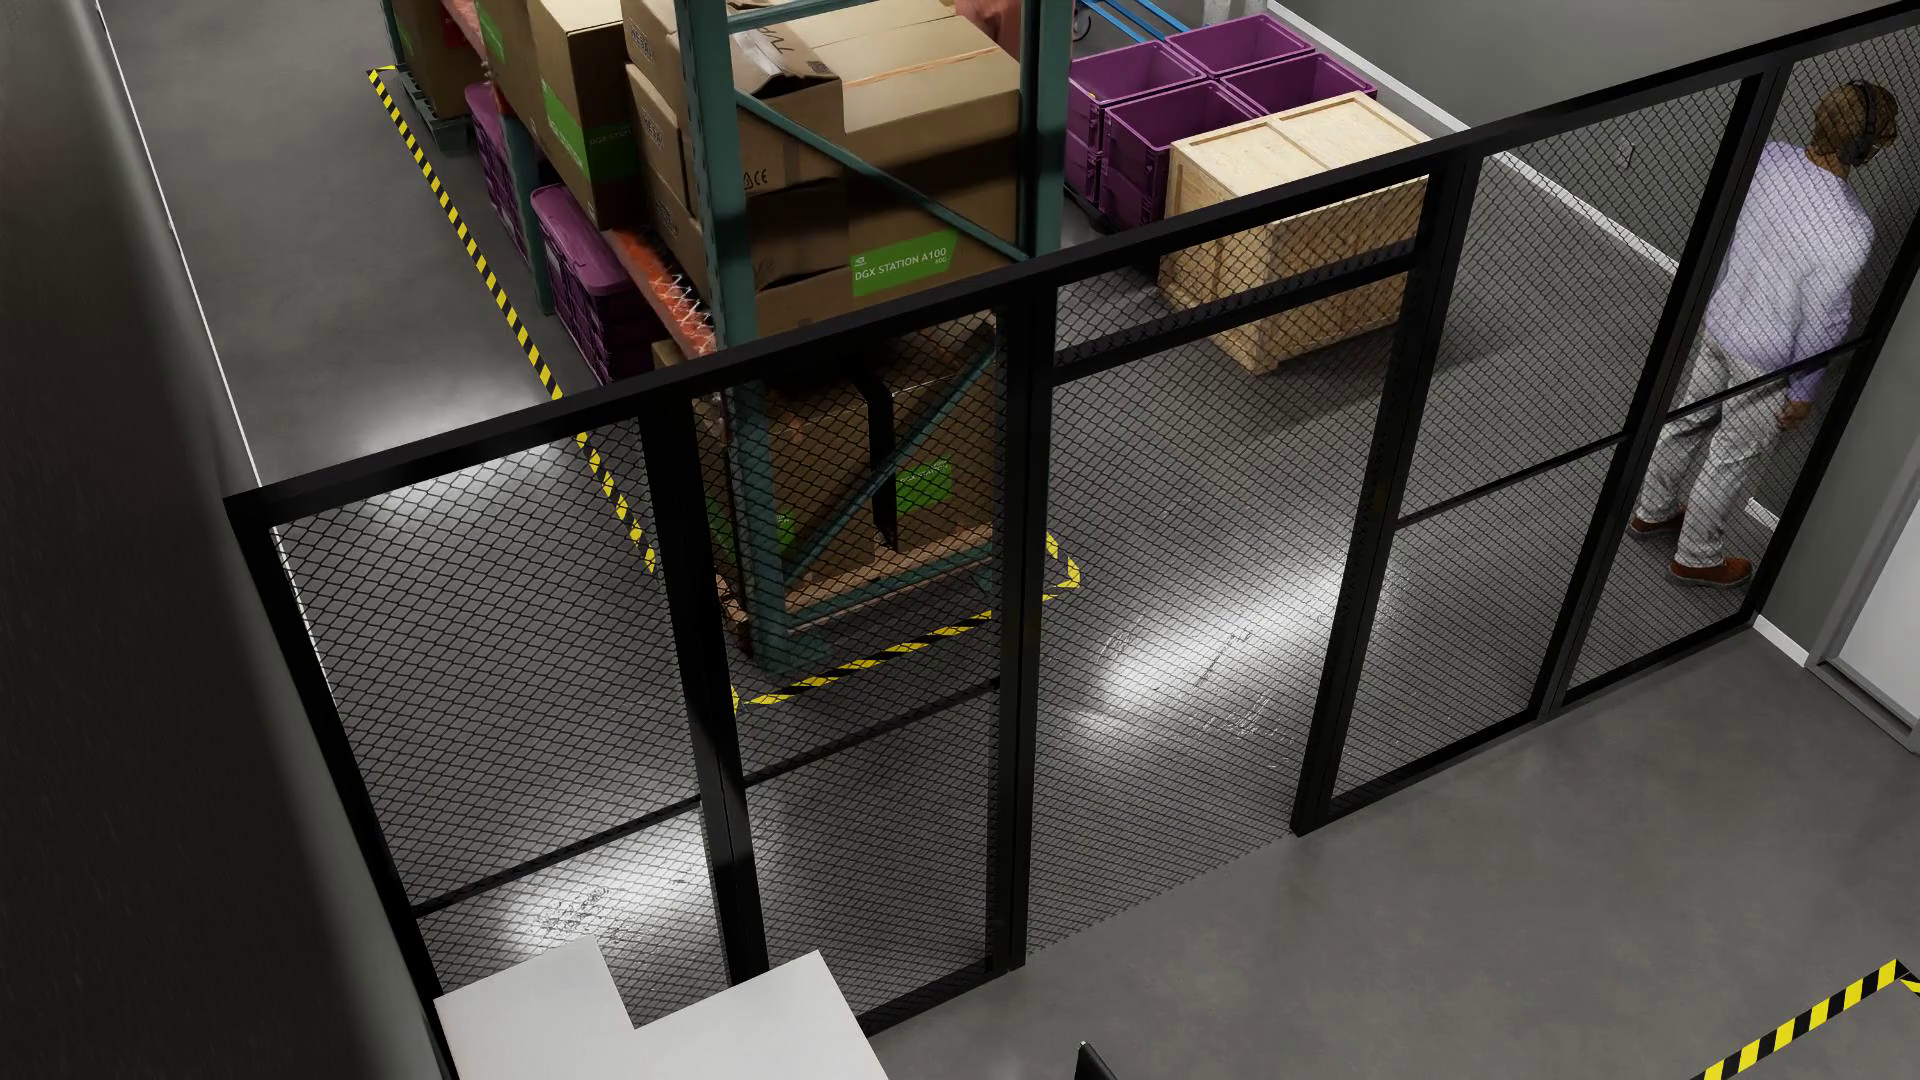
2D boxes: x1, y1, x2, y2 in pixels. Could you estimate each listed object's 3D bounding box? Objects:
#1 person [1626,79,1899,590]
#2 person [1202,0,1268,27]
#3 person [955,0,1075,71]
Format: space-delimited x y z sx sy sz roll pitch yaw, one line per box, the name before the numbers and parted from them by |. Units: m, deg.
person | 2.731 -0.665 5.673 0.367 1.939 0.635 -8 43 -9
person | 1.433 -3.270 8.599 0.589 1.834 0.403 -17 45 -18
person | 0.201 -1.807 6.889 0.613 1.985 0.402 -30 50 -28
